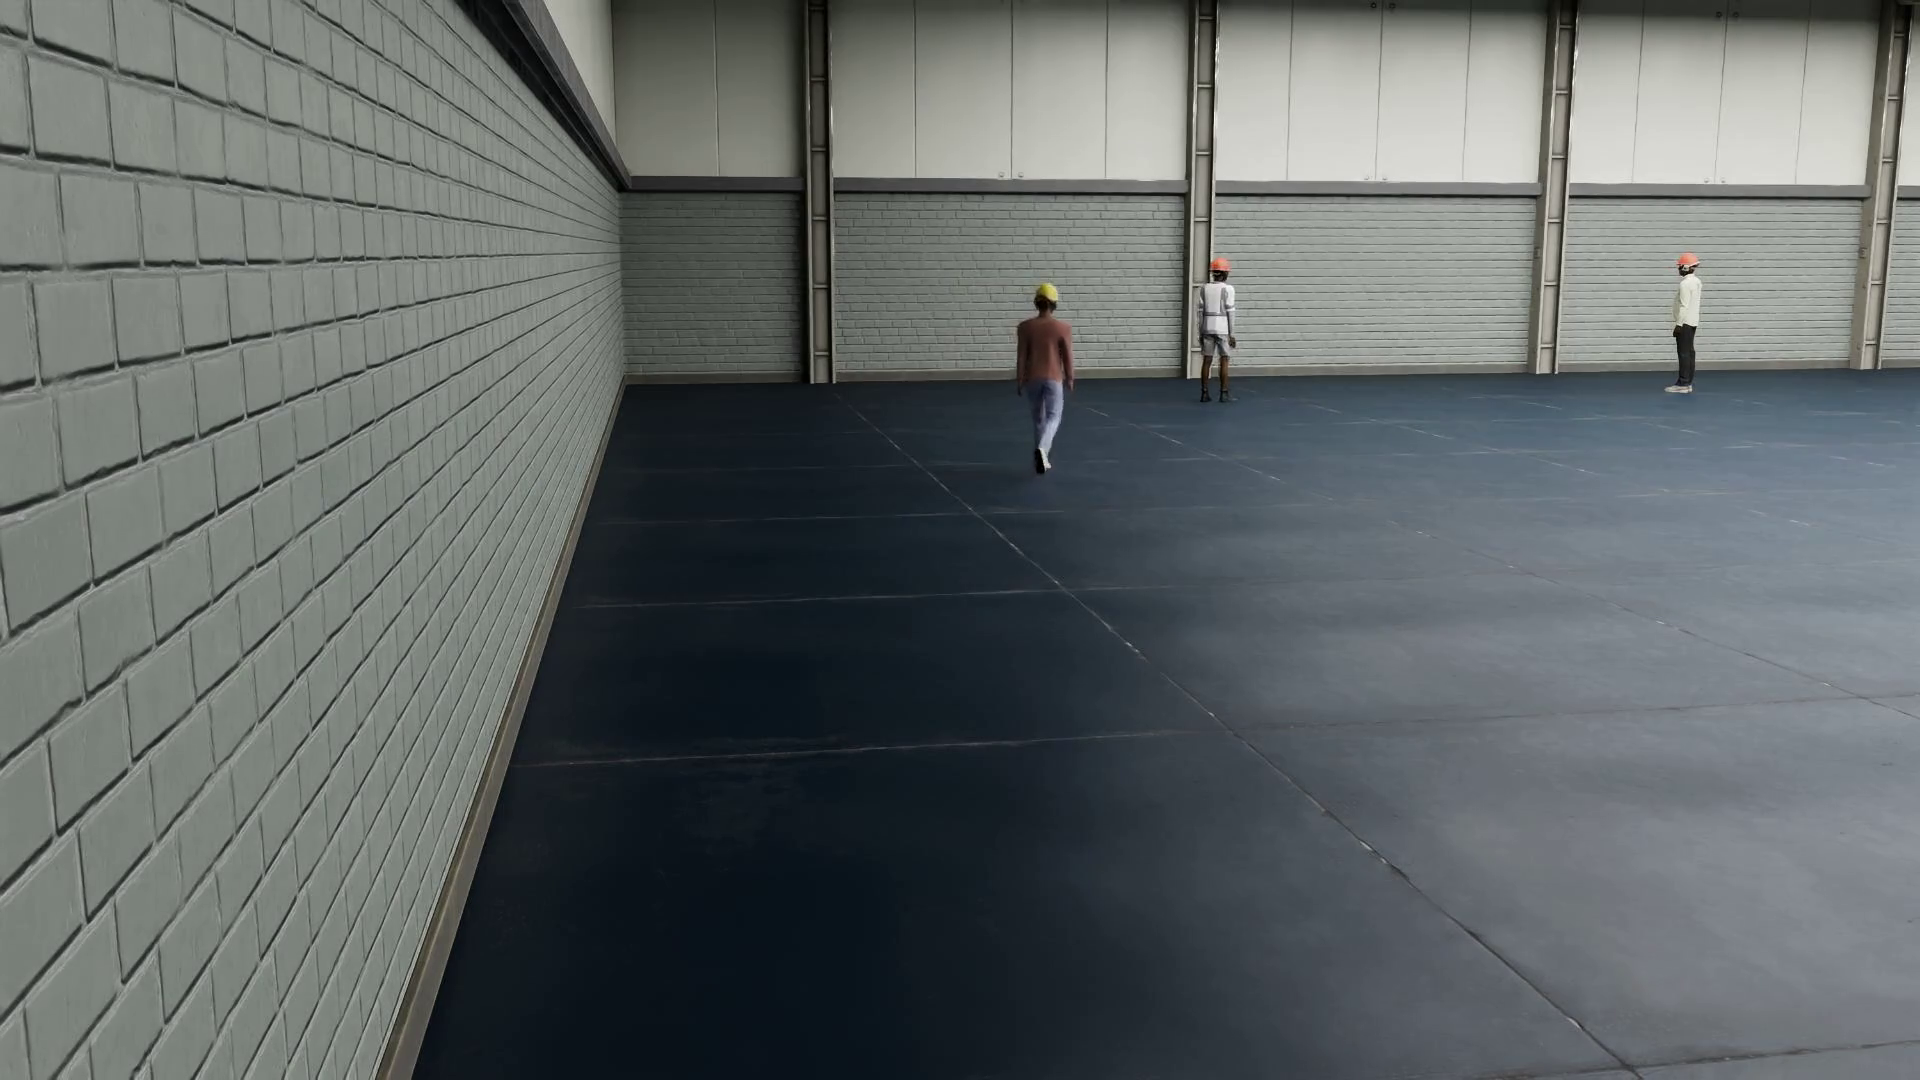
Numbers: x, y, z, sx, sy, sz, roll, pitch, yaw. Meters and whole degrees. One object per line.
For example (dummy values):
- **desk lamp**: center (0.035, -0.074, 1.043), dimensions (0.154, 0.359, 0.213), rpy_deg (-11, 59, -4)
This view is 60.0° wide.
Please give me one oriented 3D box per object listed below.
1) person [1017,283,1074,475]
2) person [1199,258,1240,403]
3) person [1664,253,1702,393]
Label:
- **person**: center (0.755, -1.456, 15.099), dimensions (0.532, 1.746, 0.741), rpy_deg (3, 10, 19)
- **person**: center (3.471, -2.789, 22.252), dimensions (0.600, 1.927, 0.436), rpy_deg (9, 13, 41)
- **person**: center (10.409, -3.111, 23.883), dimensions (0.378, 1.995, 0.609), rpy_deg (8, 13, 39)
